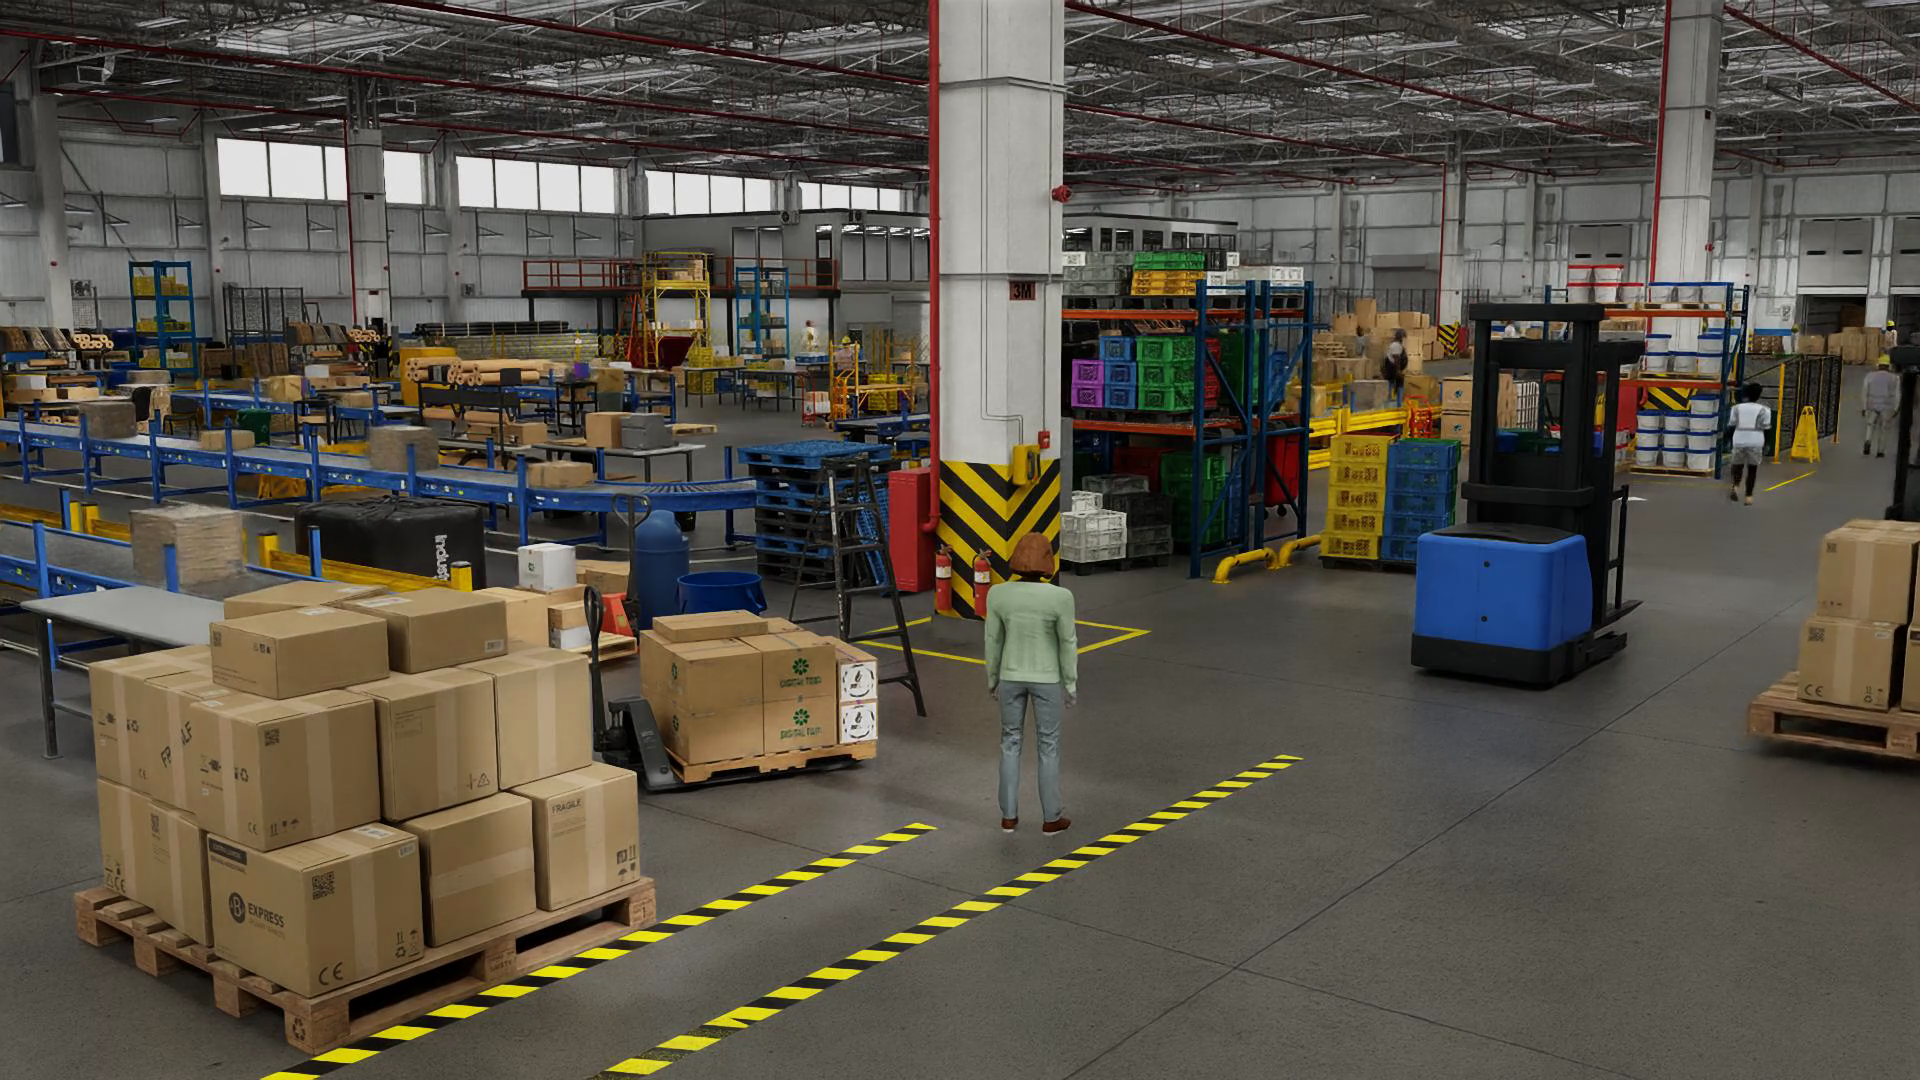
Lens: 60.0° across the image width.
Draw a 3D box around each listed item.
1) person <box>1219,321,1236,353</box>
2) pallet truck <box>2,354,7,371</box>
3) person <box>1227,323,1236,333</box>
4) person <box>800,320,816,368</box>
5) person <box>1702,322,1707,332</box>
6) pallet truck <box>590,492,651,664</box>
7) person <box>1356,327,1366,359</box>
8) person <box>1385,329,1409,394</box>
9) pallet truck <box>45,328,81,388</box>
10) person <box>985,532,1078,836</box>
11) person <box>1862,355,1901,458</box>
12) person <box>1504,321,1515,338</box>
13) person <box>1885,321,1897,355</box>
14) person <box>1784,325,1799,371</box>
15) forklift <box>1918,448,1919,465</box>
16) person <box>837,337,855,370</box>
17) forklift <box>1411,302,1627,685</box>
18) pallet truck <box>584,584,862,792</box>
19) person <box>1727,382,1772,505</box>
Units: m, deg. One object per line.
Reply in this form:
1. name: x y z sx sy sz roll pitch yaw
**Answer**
1. person: 10.498 -7.642 65.017 0.661 1.799 0.917 4 9 24
2. pallet truck: -24.881 -4.417 42.634 1.885 1.965 0.823 8 11 41
3. person: 8.267 -5.510 49.951 0.898 2.018 0.609 0 8 -2
4. person: -5.935 -7.609 64.606 0.597 1.851 0.823 -7 11 -38
5. person: 25.493 -6.558 57.347 0.612 1.914 0.538 -5 10 -32
6. pallet truck: -3.115 0.344 12.883 0.653 1.274 1.630 7 11 37
7. person: 12.725 -5.904 53.259 0.971 1.823 0.552 -3 9 -19
8. person: 11.302 -4.497 43.033 0.910 2.000 0.705 3 9 22
9. pallet truck: -23.775 -4.544 43.495 1.885 1.965 0.823 6 10 35
10. person: 0.382 0.767 8.908 0.507 1.632 0.265 3 9 18
11. person: 16.223 -2.350 29.296 0.591 1.821 0.413 7 11 38
12. person: 21.458 -7.684 64.910 0.555 1.923 0.650 7 11 41
13. person: 33.206 -6.860 59.391 0.409 1.917 0.586 0 8 3
14. person: 30.960 -7.113 61.668 0.530 1.726 0.502 4 9 27
15. forklift: 7.539 -0.344 12.216 1.129 2.768 1.873 6 11 37
16. person: -2.952 -4.397 43.279 0.533 1.768 0.310 3 9 19
17. forklift: 4.379 -0.438 12.852 1.129 2.768 1.873 7 11 37
18. pallet truck: -1.426 0.805 10.019 1.601 1.201 0.680 -4 9 -26
19. person: 10.803 -1.311 22.750 0.549 1.680 0.370 7 11 39
